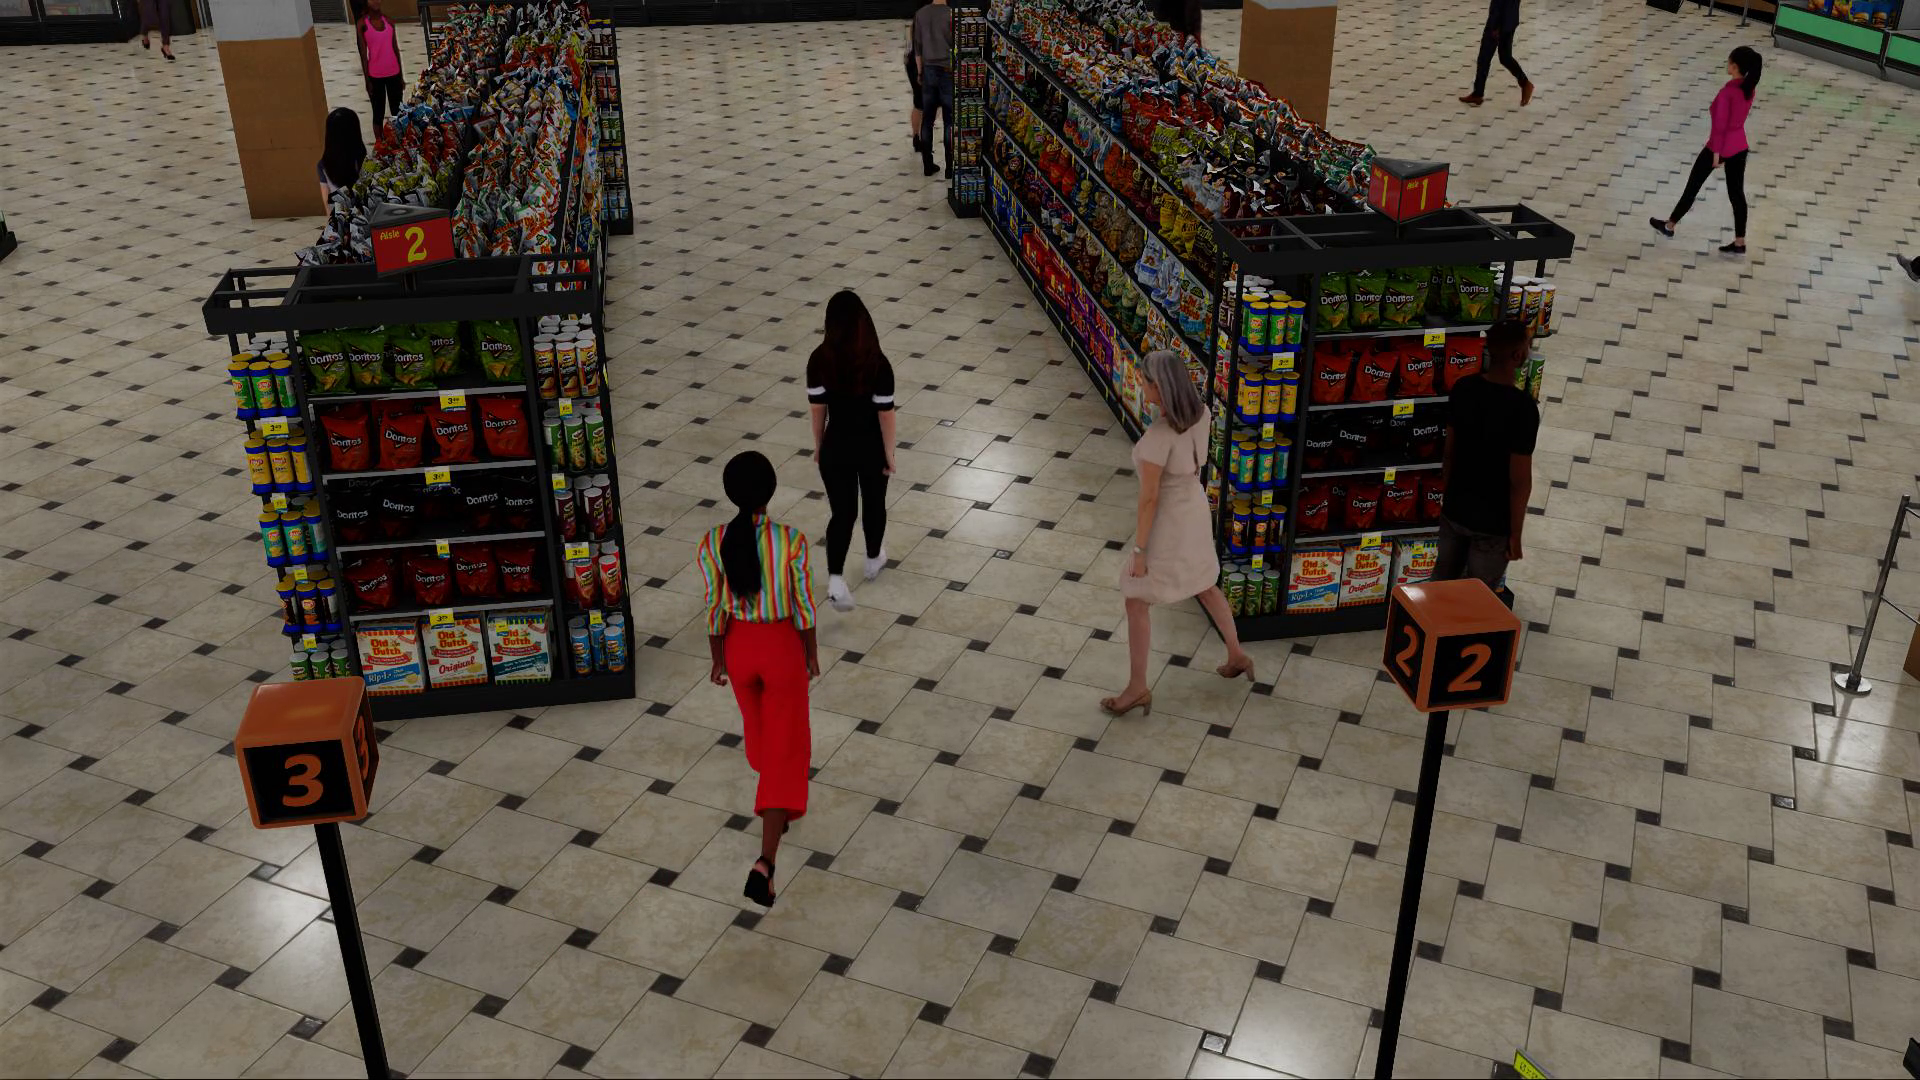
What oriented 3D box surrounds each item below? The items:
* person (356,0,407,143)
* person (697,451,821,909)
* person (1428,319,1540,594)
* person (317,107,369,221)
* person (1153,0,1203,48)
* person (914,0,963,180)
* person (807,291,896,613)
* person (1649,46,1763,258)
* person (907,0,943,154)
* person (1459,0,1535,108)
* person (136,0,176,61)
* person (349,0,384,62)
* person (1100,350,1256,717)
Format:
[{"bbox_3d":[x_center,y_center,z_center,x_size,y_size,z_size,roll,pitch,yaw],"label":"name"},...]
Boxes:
[{"bbox_3d":[-5.660,-4.547,16.310,0.645,1.720,0.678,-19,33,-33],"label":"person"},{"bbox_3d":[-0.741,0.550,6.217,0.805,1.758,1.209,3,27,6],"label":"person"},{"bbox_3d":[2.331,-0.128,7.503,0.765,1.803,0.605,-15,31,-28],"label":"person"},{"bbox_3d":[-4.193,-2.165,11.627,0.605,1.706,0.534,-3,27,-5],"label":"person"},{"bbox_3d":[2.195,-4.865,16.817,0.731,1.827,0.731,0,27,0],"label":"person"},{"bbox_3d":[-0.196,-4.436,15.887,0.760,1.904,0.801,15,31,27],"label":"person"},{"bbox_3d":[-0.554,-0.407,8.270,0.851,1.608,1.151,5,27,11],"label":"person"},{"bbox_3d":[6.327,-3.124,13.578,0.819,1.652,1.185,-13,30,-24],"label":"person"},{"bbox_3d":[-0.357,-4.673,16.627,0.869,1.656,0.632,-15,31,-27],"label":"person"},{"bbox_3d":[6.130,-5.744,18.580,1.045,1.801,1.200,-24,35,-38],"label":"person"},{"bbox_3d":[-10.313,-6.960,21.137,0.891,1.656,0.829,18,32,32],"label":"person"},{"bbox_3d":[-7.349,-6.642,20.478,0.682,1.687,0.676,7,28,14],"label":"person"},{"bbox_3d":[0.914,-0.003,7.357,0.995,1.712,0.961,21,34,35],"label":"person"}]
